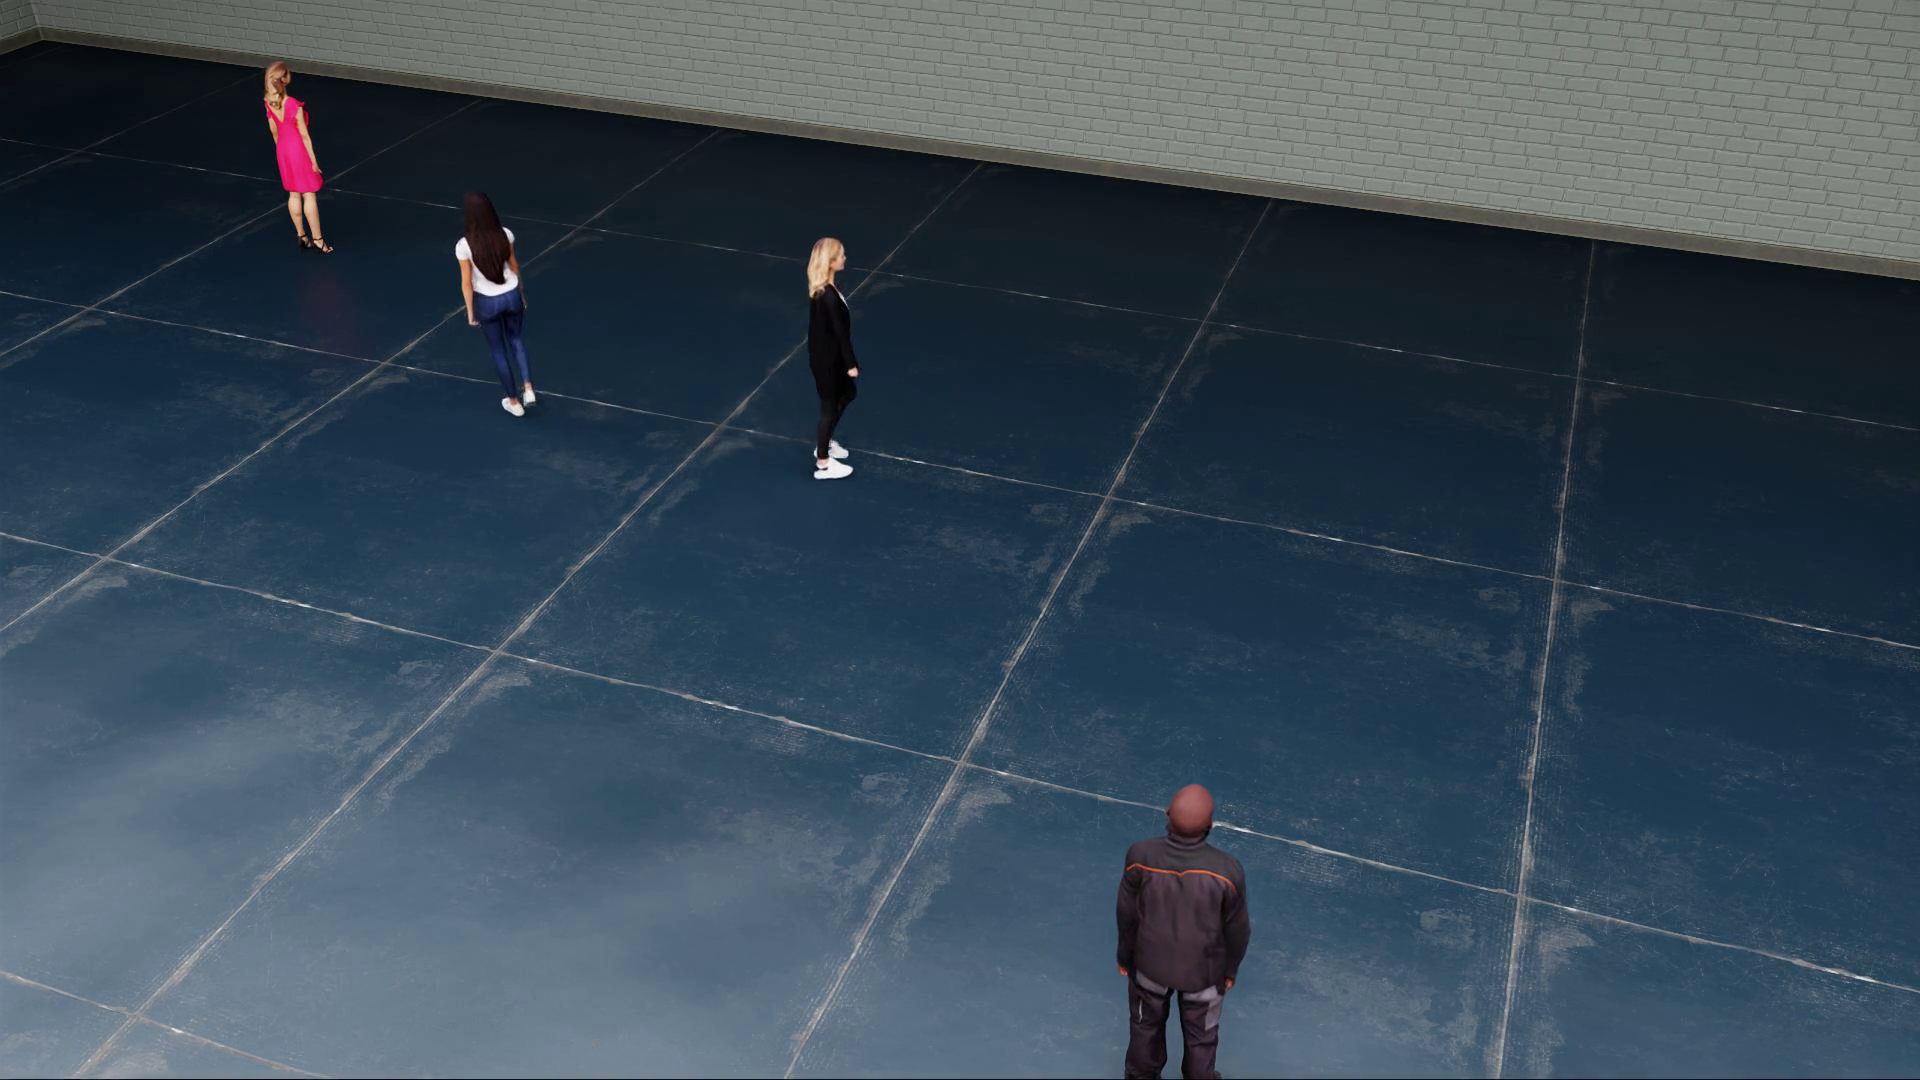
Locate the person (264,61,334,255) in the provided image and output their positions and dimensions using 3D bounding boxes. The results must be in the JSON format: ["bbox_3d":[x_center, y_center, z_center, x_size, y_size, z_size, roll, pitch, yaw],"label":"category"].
[{"bbox_3d":[-5.903,-3.390,14.760,0.598,1.728,0.573,16,36,23],"label":"person"}]

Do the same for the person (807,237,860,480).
[{"bbox_3d":[-0.980,-1.196,11.329,0.775,1.792,0.684,-7,34,-11],"label":"person"}]

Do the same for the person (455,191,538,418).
[{"bbox_3d":[-3.312,-1.666,12.079,0.760,1.762,0.826,-22,39,-30],"label":"person"}]

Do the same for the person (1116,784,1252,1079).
[{"bbox_3d":[0.894,1.719,6.815,0.708,1.826,0.607,8,34,13],"label":"person"}]
